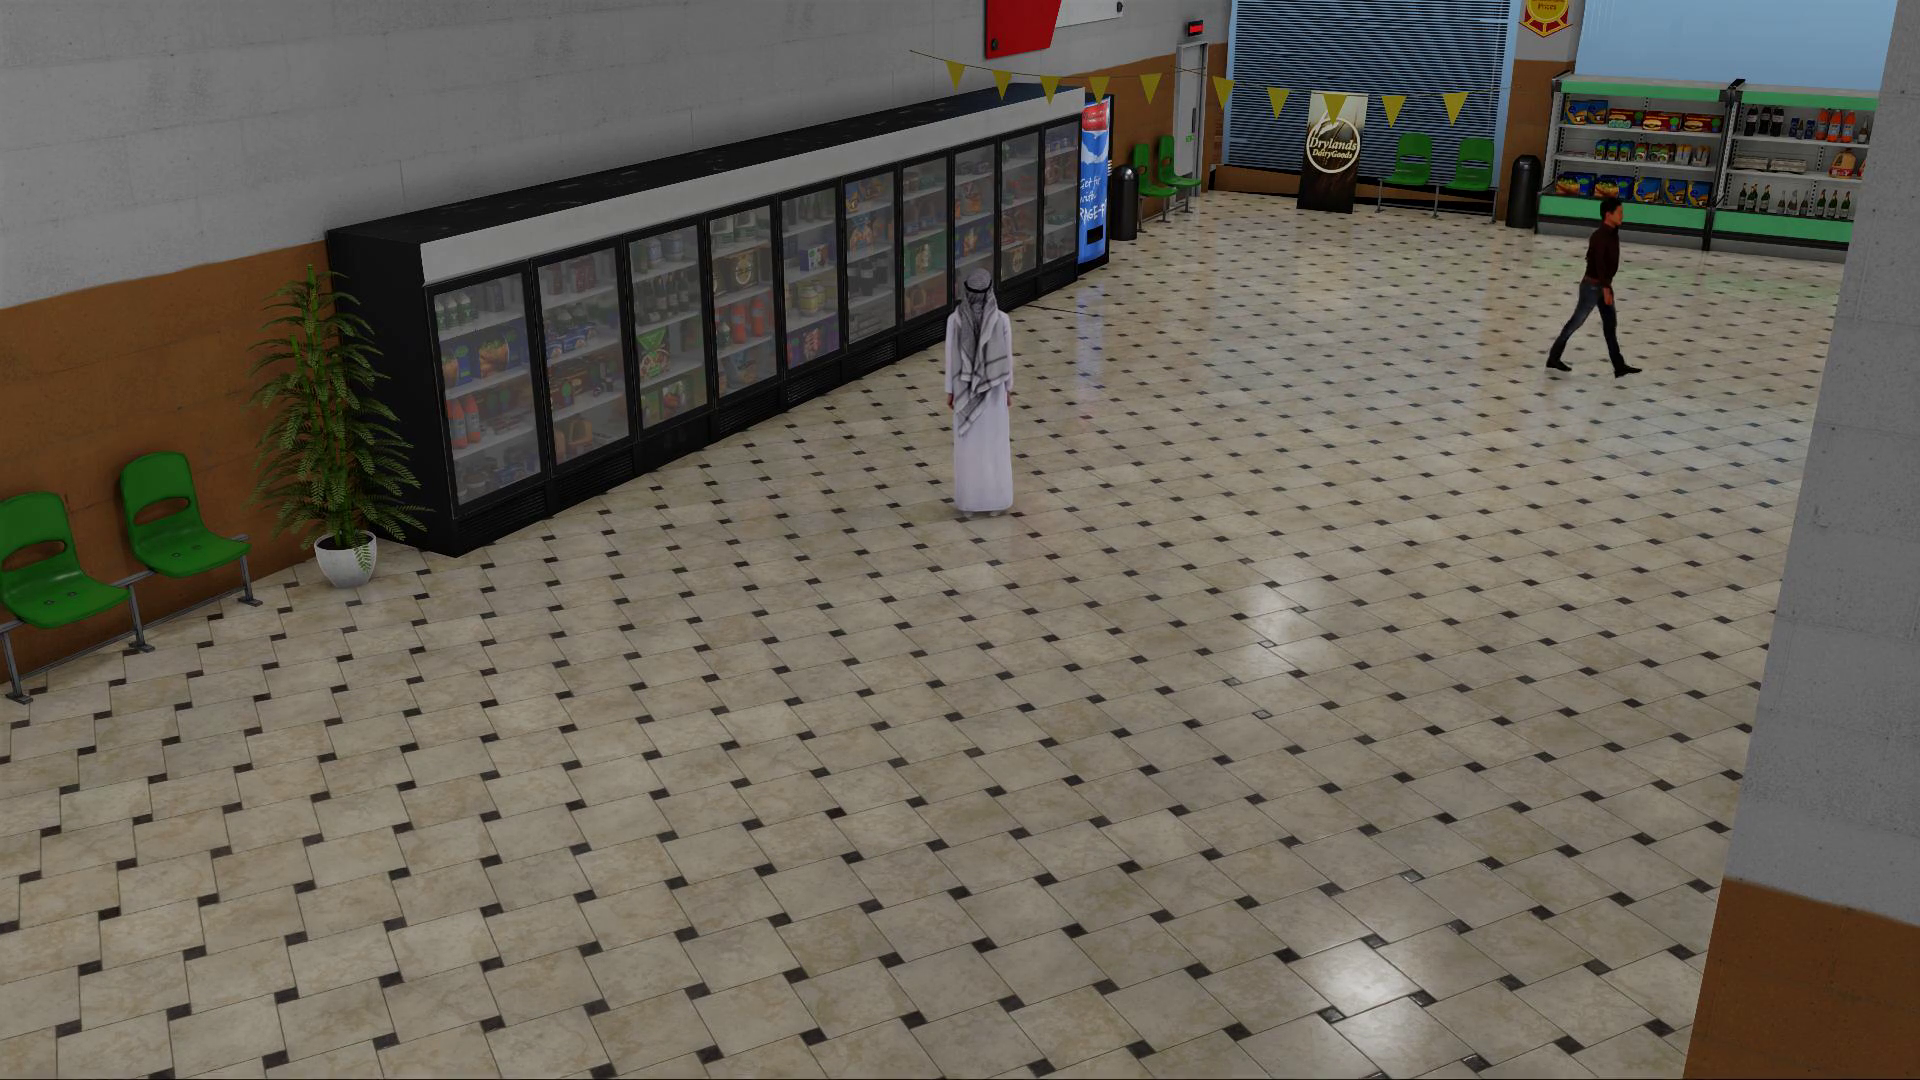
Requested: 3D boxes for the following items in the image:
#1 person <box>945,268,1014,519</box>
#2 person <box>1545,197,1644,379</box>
[{"bbox_3d":[0.150,-1.108,12.590,0.754,1.926,0.857,0,22,0],"label":"person"},{"bbox_3d":[6.065,-2.416,16.107,1.187,1.731,0.805,18,28,37],"label":"person"}]
